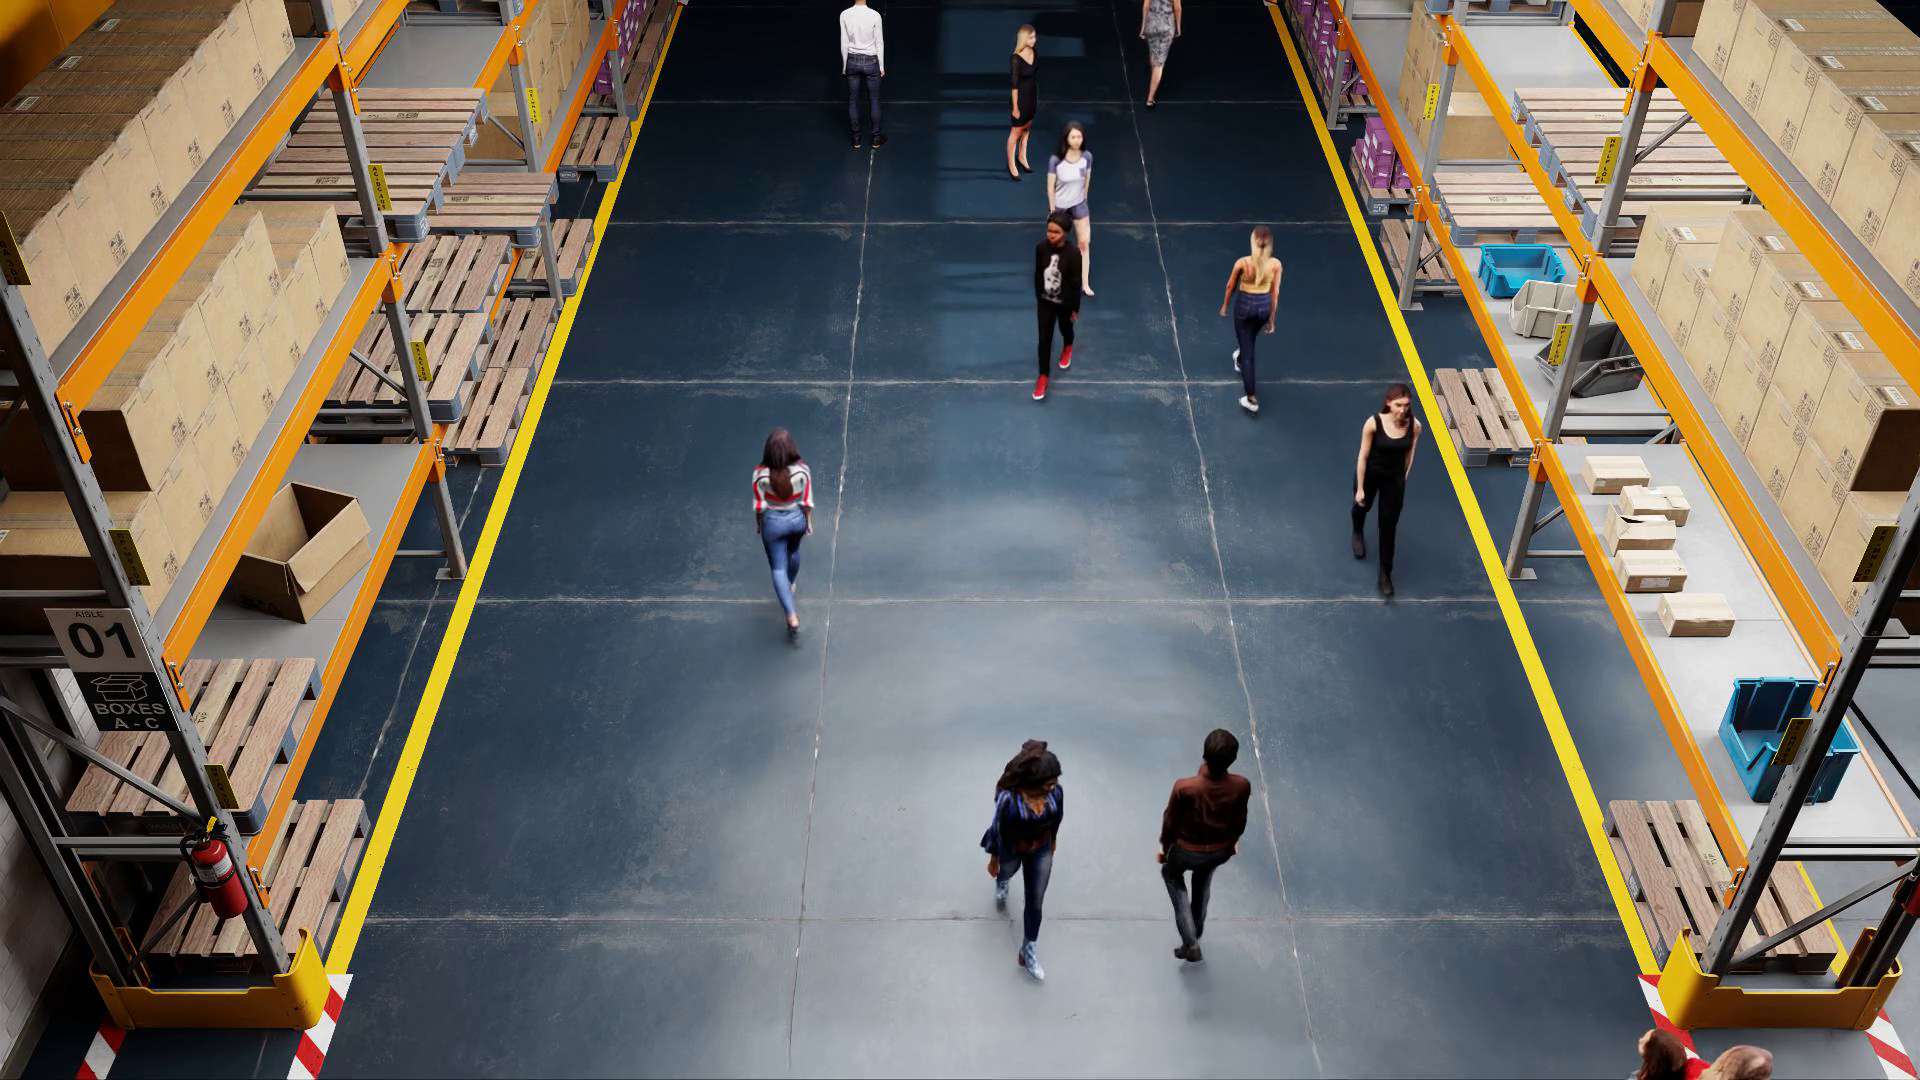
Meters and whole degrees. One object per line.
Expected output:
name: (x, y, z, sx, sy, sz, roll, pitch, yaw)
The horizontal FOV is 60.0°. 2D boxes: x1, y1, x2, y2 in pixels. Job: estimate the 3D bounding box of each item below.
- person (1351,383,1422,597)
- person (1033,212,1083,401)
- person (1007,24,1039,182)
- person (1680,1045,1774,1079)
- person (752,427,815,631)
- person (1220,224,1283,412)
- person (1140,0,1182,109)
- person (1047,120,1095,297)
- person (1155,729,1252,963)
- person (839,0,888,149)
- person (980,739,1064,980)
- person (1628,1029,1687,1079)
person: (3.111, -0.490, 12.413, 0.614, 1.648, 1.093, 2, 39, 2)
person: (0.879, -2.110, 14.447, 0.841, 1.641, 1.150, 12, 40, 15)
person: (0.668, -4.643, 17.591, 0.682, 1.675, 0.589, 25, 45, 28)
person: (3.447, 2.990, 8.026, 0.838, 1.684, 0.798, -19, 42, -22)
person: (-1.256, -0.066, 11.932, 0.762, 1.585, 1.078, -9, 40, -11)
person: (2.503, -1.856, 14.182, 0.605, 1.574, 1.148, -1, 39, -1)
person: (2.257, -5.762, 19.016, 0.877, 1.646, 1.222, 13, 41, 16)
person: (1.007, -3.221, 15.810, 0.754, 1.677, 1.031, -8, 39, -10)
person: (1.388, 1.811, 9.439, 0.718, 1.763, 0.763, -6, 39, -7)
person: (-1.065, -5.189, 18.120, 0.644, 1.868, 0.596, 4, 39, 6)
person: (0.348, 1.740, 9.668, 0.836, 1.590, 1.118, -8, 39, -10)
person: (3.414, 2.992, 8.215, 0.892, 1.446, 1.041, -21, 43, -24)
